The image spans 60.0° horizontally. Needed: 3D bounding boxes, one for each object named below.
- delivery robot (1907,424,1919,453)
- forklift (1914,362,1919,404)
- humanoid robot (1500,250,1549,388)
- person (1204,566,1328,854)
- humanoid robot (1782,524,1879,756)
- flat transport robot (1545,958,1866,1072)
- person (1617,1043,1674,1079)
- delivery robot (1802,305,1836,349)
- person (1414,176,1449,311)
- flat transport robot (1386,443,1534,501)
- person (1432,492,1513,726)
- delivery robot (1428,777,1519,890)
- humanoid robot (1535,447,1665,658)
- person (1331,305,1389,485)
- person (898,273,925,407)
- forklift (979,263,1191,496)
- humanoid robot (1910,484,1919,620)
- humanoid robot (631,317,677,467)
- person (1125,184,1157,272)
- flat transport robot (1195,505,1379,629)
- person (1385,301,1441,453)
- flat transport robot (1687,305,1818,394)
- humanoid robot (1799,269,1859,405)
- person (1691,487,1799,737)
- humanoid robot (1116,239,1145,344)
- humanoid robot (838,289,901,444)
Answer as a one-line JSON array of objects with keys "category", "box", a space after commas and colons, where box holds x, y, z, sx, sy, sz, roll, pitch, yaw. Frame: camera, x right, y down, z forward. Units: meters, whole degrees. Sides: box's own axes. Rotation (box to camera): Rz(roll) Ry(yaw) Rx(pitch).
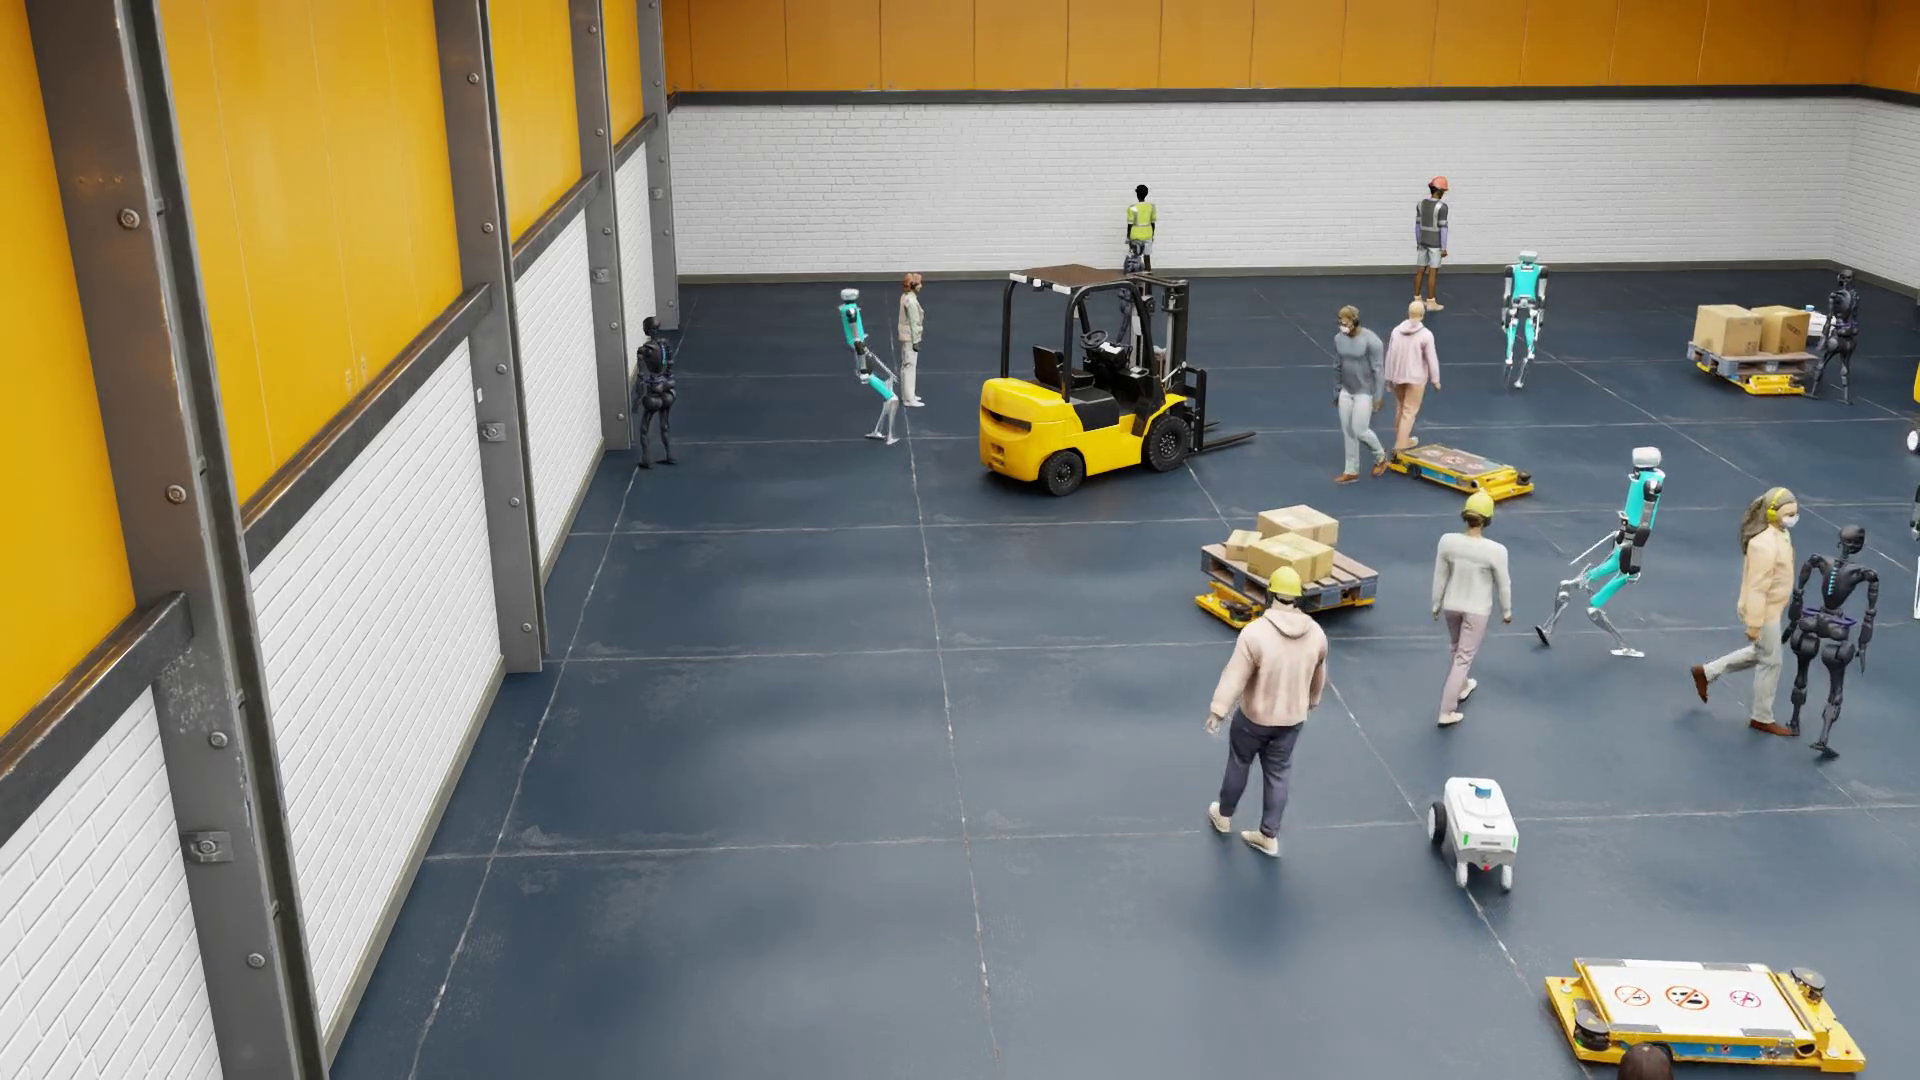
[{"category": "delivery robot", "box": [10.876, -1.138, 18.336, 0.499, 0.609, 0.805, 1, 20, 3]}, {"category": "forklift", "box": [12.602, -2.435, 19.475, 2.313, 2.155, 1.214, -1, 20, -4]}, {"category": "humanoid robot", "box": [7.044, -2.664, 20.838, 0.535, 1.831, 0.748, 5, 21, 13]}, {"category": "person", "box": [1.893, 1.051, 10.507, 0.863, 1.822, 0.716, -6, 21, -17]}, {"category": "humanoid robot", "box": [6.084, 0.690, 11.739, 0.479, 1.644, 0.608, -18, 27, -40]}, {"category": "flat transport robot", "box": [3.910, 2.510, 8.788, 1.431, 0.231, 0.659, 1, 20, 4]}, {"category": "person", "box": [2.472, 2.667, 6.180, 0.476, 1.769, 0.358, -4, 21, -11]}, {"category": "delivery robot", "box": [11.859, -2.989, 23.370, 0.775, 0.603, 0.522, 7, 21, 18]}, {"category": "person", "box": [7.213, -4.523, 25.395, 0.387, 2.033, 0.604, -12, 23, -29]}, {"category": "flat transport robot", "box": [5.278, -0.728, 17.611, 0.659, 0.231, 1.431, -13, 24, -31]}, {"category": "person", "box": [3.763, 0.482, 12.197, 0.541, 1.729, 0.773, 19, 27, 41]}, {"category": "delivery robot", "box": [3.229, 1.777, 10.351, 0.499, 0.580, 0.776, 2, 20, 6]}, {"category": "humanoid robot", "box": [5.043, 0.113, 13.235, 0.966, 1.785, 0.530, 4, 20, 10]}, {"category": "person", "box": [4.192, -1.531, 17.429, 0.548, 1.908, 0.675, -12, 23, -30]}, {"category": "person", "box": [-0.601, -2.442, 20.300, 0.312, 1.632, 0.517, -4, 21, -11]}, {"category": "forklift", "box": [1.315, -1.764, 17.646, 2.313, 2.155, 1.214, -14, 24, -33]}, {"category": "humanoid robot", "box": [8.298, -0.147, 13.976, 0.557, 1.833, 0.892, 12, 23, 29]}, {"category": "humanoid robot", "box": [-3.304, -1.614, 17.969, 0.413, 1.646, 0.600, 12, 23, 30]}, {"category": "person", "box": [2.911, -4.885, 26.859, 0.539, 1.697, 0.315, -8, 21, -20]}, {"category": "flat transport robot", "box": [2.811, 0.470, 14.346, 1.431, 0.231, 0.659, -9, 22, -24]}, {"category": "person", "box": [5.002, -1.752, 18.240, 0.729, 1.757, 0.545, -17, 26, -39]}, {"category": "flat transport robot", "box": [10.198, -2.151, 21.488, 0.659, 0.231, 1.431, -2, 20, -5]}, {"category": "humanoid robot", "box": [10.793, -2.502, 20.426, 0.591, 1.623, 0.615, -10, 23, -26]}, {"category": "person", "box": [5.771, 0.485, 12.006, 0.723, 1.849, 0.567, 13, 24, 31]}, {"category": "humanoid robot", "box": [2.363, -3.256, 22.493, 0.713, 1.632, 0.603, 7, 21, 19]}, {"category": "humanoid robot", "box": [-0.945, -1.962, 18.879, 0.842, 1.796, 0.611, -4, 21, -12]}]
